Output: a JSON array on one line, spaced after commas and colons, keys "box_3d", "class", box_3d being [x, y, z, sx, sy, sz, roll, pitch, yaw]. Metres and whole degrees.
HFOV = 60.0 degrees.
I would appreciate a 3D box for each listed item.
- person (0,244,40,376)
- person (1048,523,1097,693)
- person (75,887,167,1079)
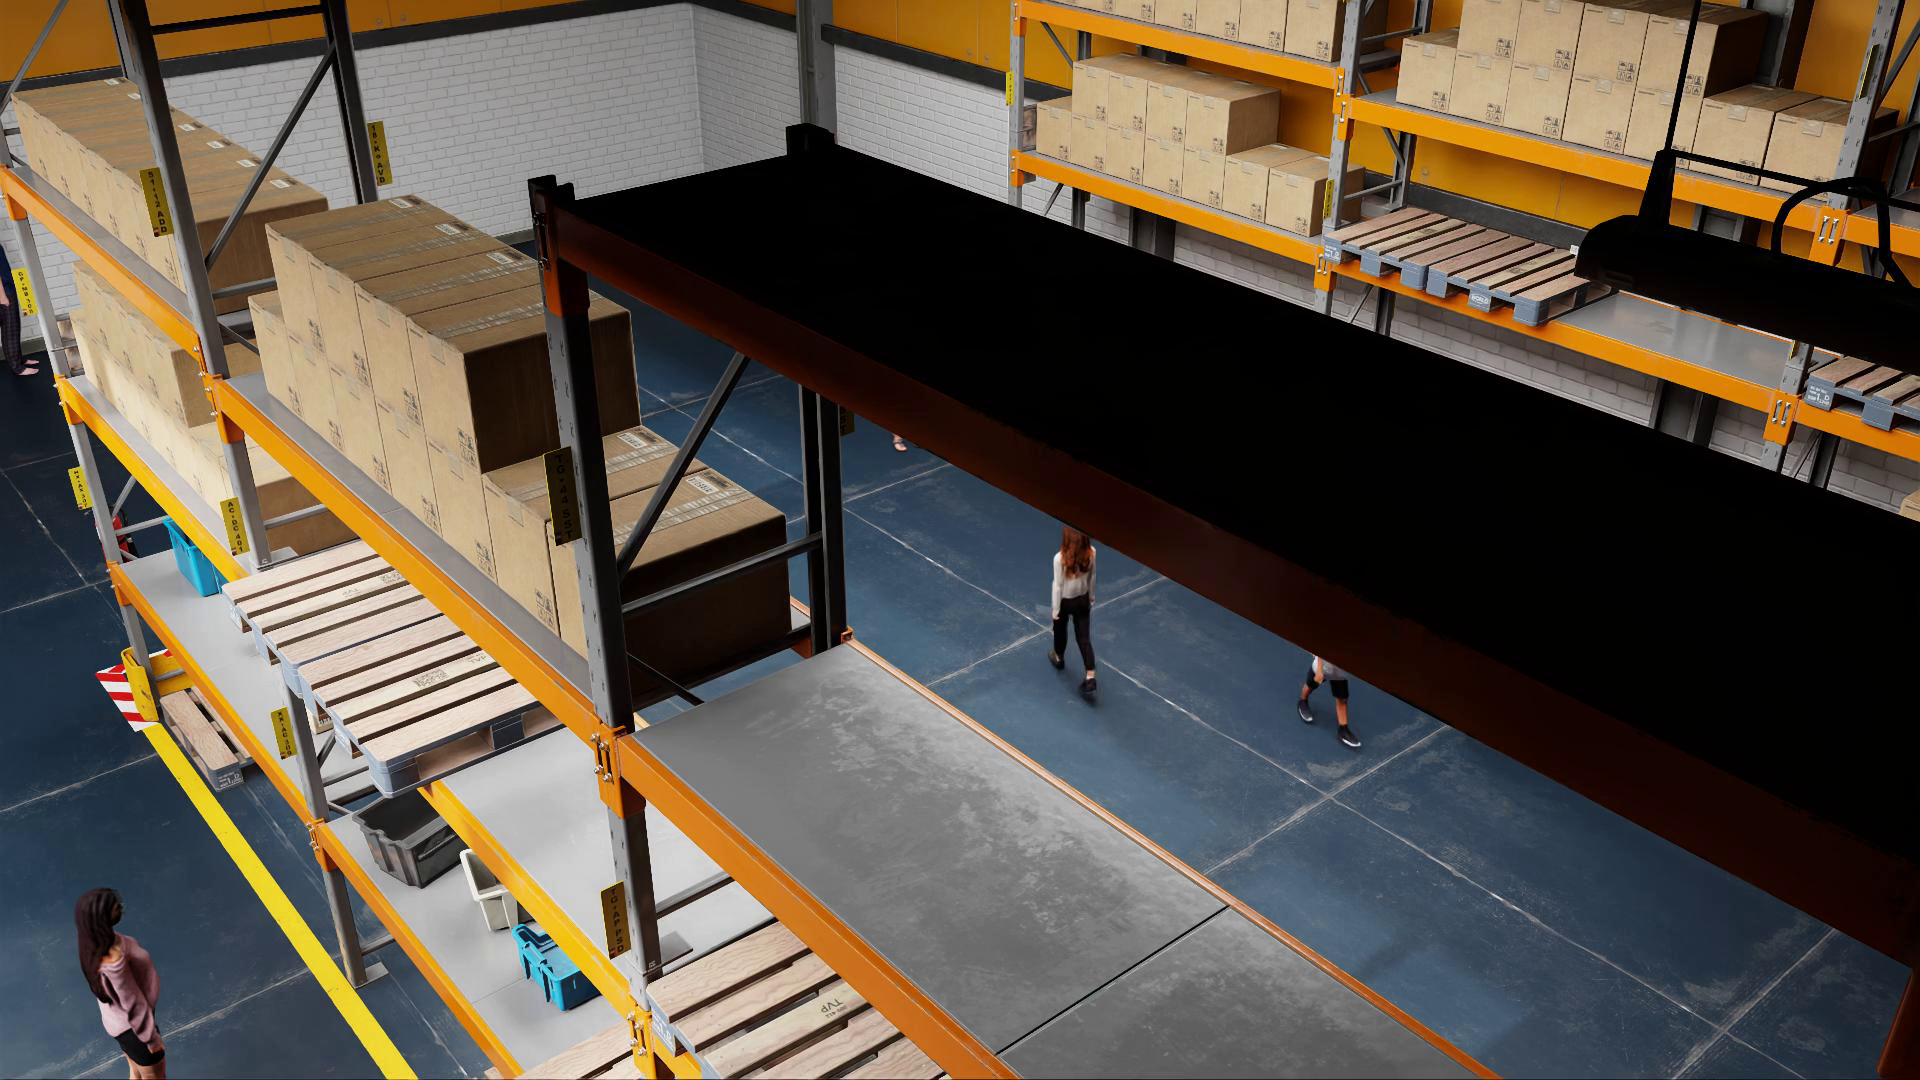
[{"box_3d": [-10.697, -2.771, 18.558, 0.782, 1.872, 0.594, -11, 31, -19], "class": "person"}, {"box_3d": [0.920, 0.515, 12.966, 0.750, 1.457, 1.040, -11, 30, -19], "class": "person"}, {"box_3d": [-4.384, 2.582, 8.808, 0.685, 1.811, 0.475, -25, 37, -37], "class": "person"}]
